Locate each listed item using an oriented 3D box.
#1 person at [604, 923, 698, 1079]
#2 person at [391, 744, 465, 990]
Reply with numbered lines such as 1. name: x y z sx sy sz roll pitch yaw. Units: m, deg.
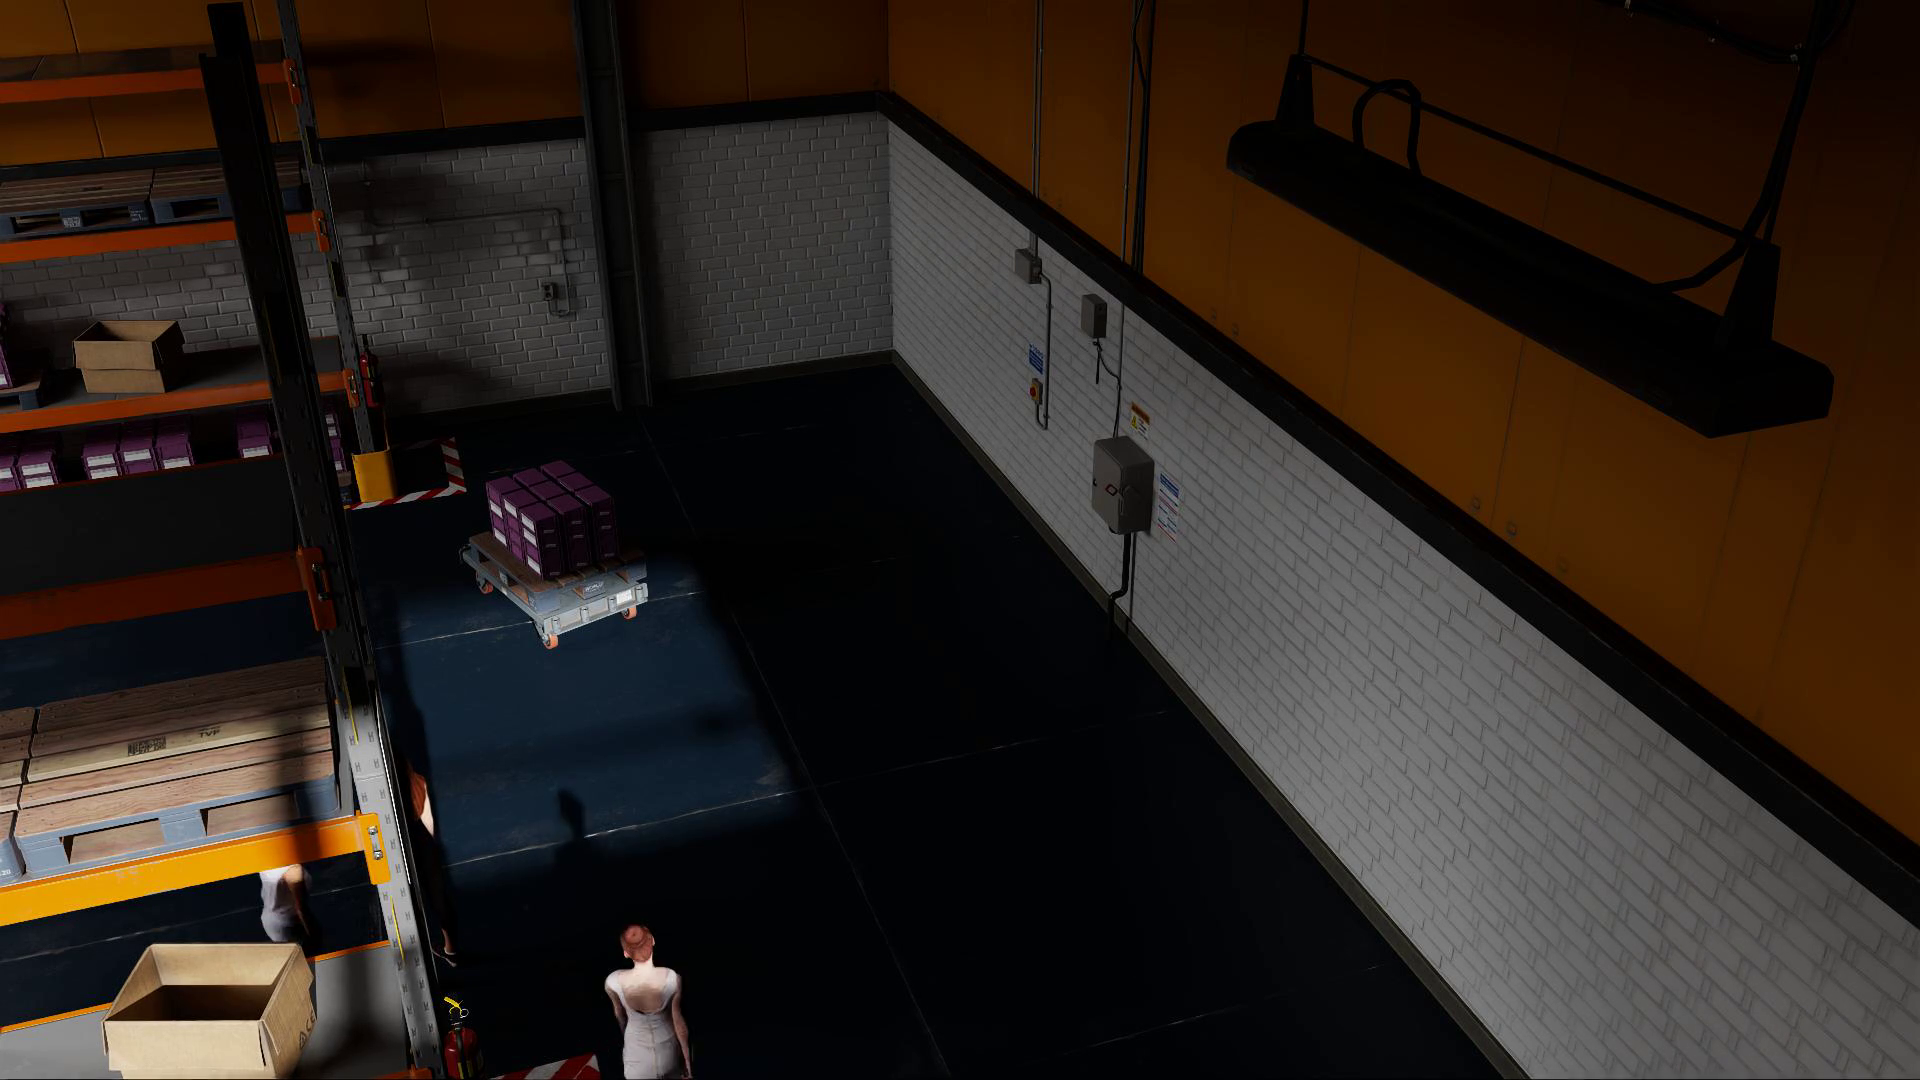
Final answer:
1. person: -1.569 2.691 8.365 1.073 1.757 0.835 0 29 -1
2. person: -3.228 1.914 9.829 0.707 1.721 0.642 14 31 23
